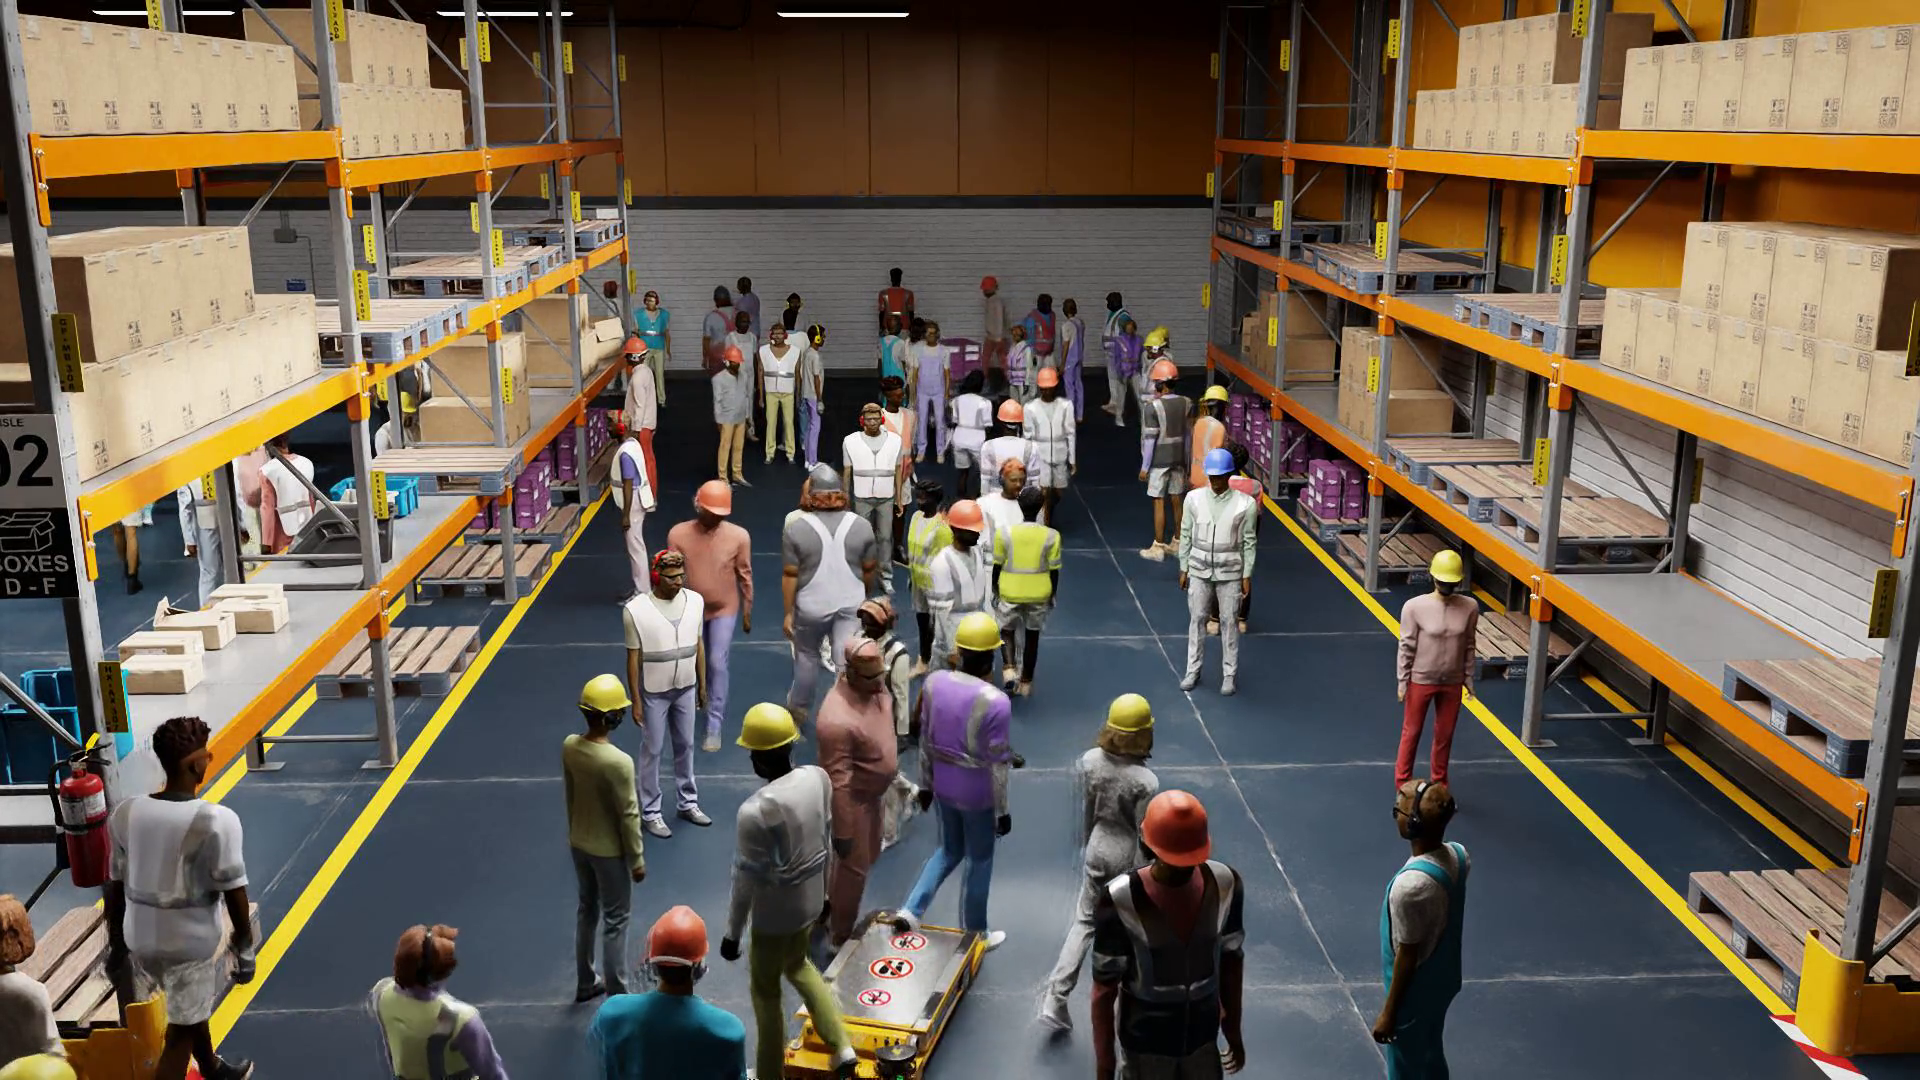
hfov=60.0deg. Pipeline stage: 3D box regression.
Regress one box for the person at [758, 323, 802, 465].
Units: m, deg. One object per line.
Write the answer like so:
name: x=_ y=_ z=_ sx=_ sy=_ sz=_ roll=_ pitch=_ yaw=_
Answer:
person: x=-2.324 y=-1.890 z=21.521 sx=0.563 sy=1.847 sz=0.389 roll=0 pitch=14 yaw=-2

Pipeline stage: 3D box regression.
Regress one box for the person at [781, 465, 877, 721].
person: x=-0.991 y=0.409 z=12.114 sx=0.710 sy=2.000 sz=0.966 roll=-5 pitch=15 yaw=-18

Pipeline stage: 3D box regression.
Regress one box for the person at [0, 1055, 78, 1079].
person: x=-2.528 y=2.357 z=4.816 sx=0.600 sy=1.885 sz=0.934 roll=0 pitch=14 yaw=1

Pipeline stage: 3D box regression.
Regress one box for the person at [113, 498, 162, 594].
person: x=-7.999 y=-0.487 z=15.940 sx=0.596 sy=1.883 sz=0.966 roll=-3 pitch=15 yaw=-11

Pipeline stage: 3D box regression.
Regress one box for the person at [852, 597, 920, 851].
person: x=-0.428 y=1.102 z=10.236 sx=0.488 sy=1.617 sz=0.556 roll=-13 pitch=19 yaw=-40

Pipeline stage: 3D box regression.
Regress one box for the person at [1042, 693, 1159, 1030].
person: x=0.731 y=1.597 z=8.186 sx=0.500 sy=1.735 sz=0.849 roll=13 pitch=19 yaw=42

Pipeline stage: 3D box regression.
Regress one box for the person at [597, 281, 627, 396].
person: x=-5.575 y=-3.249 z=26.834 sx=0.558 sy=1.857 sz=0.680 roll=4 pitch=15 yaw=16

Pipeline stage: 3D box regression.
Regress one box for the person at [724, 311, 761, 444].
person: x=-2.998 y=-2.241 z=22.926 sx=0.503 sy=1.839 sz=0.349 roll=-10 pitch=17 yaw=-34

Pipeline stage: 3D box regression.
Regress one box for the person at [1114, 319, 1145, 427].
person: x=2.473 y=-2.384 z=23.972 sx=0.535 sy=1.599 sz=0.784 roll=-5 pitch=15 yaw=-20

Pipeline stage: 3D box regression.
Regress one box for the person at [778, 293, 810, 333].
person: x=-2.462 y=-2.768 z=24.928 sx=0.515 sy=1.872 sz=0.328 roll=-6 pitch=15 yaw=-22

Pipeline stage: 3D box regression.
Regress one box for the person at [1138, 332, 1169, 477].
person: x=2.447 y=-1.688 z=20.791 sx=0.403 sy=1.819 sz=0.613 roll=0 pitch=14 yaw=2

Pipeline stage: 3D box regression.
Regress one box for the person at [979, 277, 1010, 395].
person: x=0.500 y=-3.254 z=26.704 sx=0.914 sy=1.935 sz=0.634 roll=-6 pitch=16 yaw=-24

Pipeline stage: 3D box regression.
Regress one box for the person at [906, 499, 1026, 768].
person: x=-0.011 y=0.630 z=11.577 sx=0.994 sy=1.887 sz=0.545 roll=12 pitch=18 yaw=39

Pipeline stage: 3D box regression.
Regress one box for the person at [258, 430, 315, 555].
person: x=-5.739 y=-0.065 z=14.252 sx=0.414 sy=1.907 sz=0.592 roll=4 pitch=15 yaw=17

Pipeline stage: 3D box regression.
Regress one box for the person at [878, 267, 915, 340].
person: x=-1.065 y=-3.592 z=27.970 sx=0.612 sy=1.962 sz=0.364 roll=-1 pitch=14 yaw=-4

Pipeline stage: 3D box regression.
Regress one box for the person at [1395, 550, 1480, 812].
person: x=3.066 y=0.913 z=10.685 sx=0.533 sy=1.765 sz=0.324 roll=-2 pitch=14 yaw=-8

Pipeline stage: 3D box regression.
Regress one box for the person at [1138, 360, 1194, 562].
person: x=2.068 y=-0.802 z=16.856 sx=0.605 sy=2.047 sz=0.373 roll=-10 pitch=17 yaw=-34

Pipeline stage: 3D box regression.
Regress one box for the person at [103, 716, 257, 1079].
person: x=-3.398 y=1.732 z=7.229 sx=0.626 sy=1.906 sz=0.861 roll=4 pitch=15 yaw=16

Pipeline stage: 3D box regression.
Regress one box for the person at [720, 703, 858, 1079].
person: x=-0.801 y=1.646 z=7.515 sx=0.534 sy=1.908 sz=0.600 roll=8 pitch=16 yaw=29

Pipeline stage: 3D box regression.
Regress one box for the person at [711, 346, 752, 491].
person: x=-2.733 y=-1.478 z=20.097 sx=0.346 sy=1.746 sz=0.573 roll=11 pitch=18 yaw=37

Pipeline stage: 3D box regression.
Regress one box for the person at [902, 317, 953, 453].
person: x=-0.482 y=-2.052 z=22.132 sx=0.872 sy=1.875 sz=0.589 roll=-8 pitch=16 yaw=-27

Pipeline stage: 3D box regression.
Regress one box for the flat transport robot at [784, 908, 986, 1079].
flat transport robot: x=-0.357 y=2.271 z=8.333 sx=0.652 sy=0.197 sz=1.431 roll=4 pitch=15 yaw=15

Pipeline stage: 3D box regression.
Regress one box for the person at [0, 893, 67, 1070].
person: x=-3.544 y=2.103 z=6.276 sx=0.507 sy=1.632 sz=0.274 roll=6 pitch=15 yaw=21

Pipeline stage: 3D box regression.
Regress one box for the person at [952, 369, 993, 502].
person: x=0.139 y=-1.071 z=18.639 sx=0.559 sy=1.677 sz=0.367 roll=8 pitch=16 yaw=28

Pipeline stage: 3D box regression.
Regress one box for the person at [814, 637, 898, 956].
person: x=-0.622 y=1.360 z=8.745 sx=0.642 sy=1.864 sz=0.703 roll=4 pitch=15 yaw=16

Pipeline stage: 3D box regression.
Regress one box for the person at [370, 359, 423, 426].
person: x=-7.190 y=-1.915 z=21.235 sx=0.689 sy=2.000 sz=0.980 roll=-7 pitch=16 yaw=-25

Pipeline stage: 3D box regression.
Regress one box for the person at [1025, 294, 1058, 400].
person: x=1.246 y=-2.848 z=25.344 sx=0.502 sy=1.818 sz=0.689 roll=12 pitch=19 yaw=40

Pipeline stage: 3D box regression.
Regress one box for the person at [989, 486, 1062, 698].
person: x=0.506 y=0.433 z=12.743 sx=0.563 sy=1.674 sz=0.506 roll=0 pitch=14 yaw=1

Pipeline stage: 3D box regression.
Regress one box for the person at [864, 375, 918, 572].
person: x=-0.666 y=-0.662 z=16.460 sx=0.614 sy=1.965 sz=0.361 roll=-12 pitch=19 yaw=-40

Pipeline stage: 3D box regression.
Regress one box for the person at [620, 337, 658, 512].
person: x=-3.644 y=-1.316 z=18.978 sx=0.381 sy=1.994 sz=0.620 roll=0 pitch=14 yaw=-2

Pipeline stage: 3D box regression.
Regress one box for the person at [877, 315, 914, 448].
person: x=-0.875 y=-2.104 z=22.369 sx=0.508 sy=1.846 sz=0.345 roll=9 pitch=17 yaw=32
